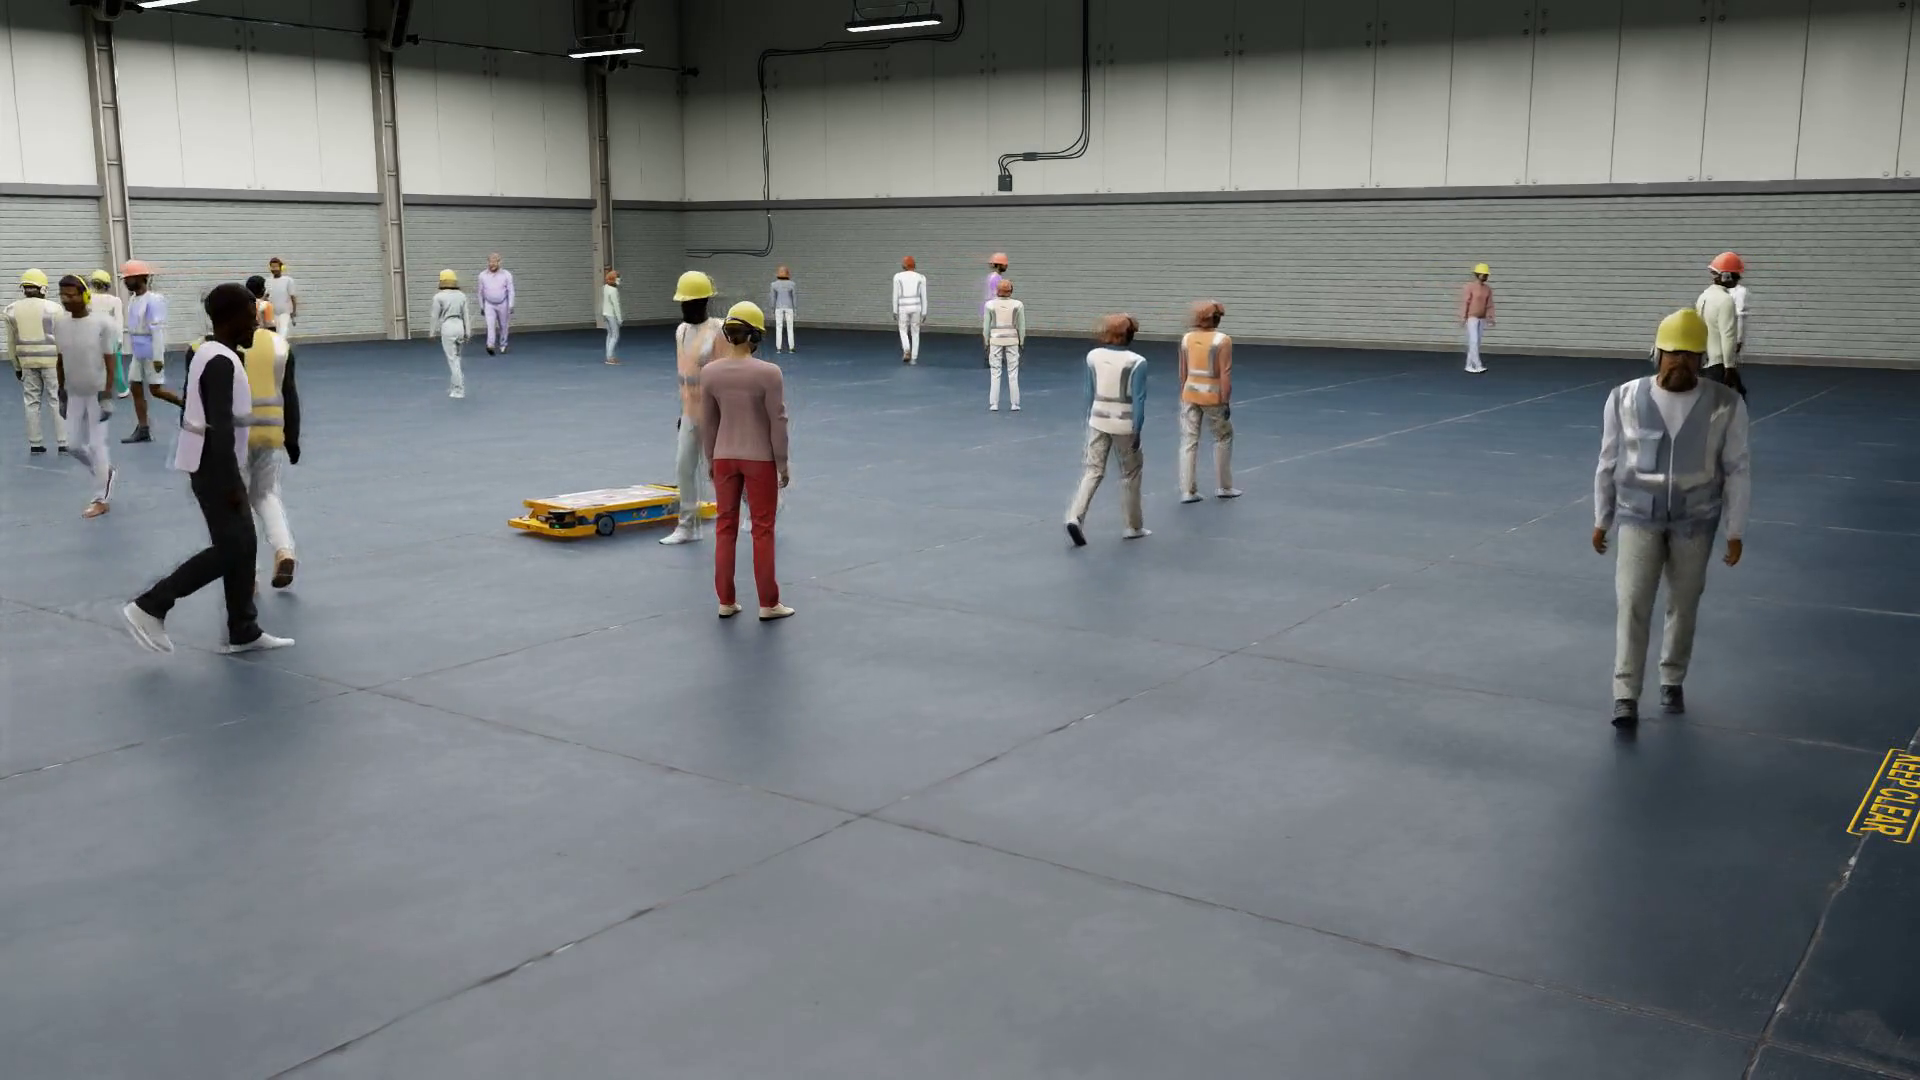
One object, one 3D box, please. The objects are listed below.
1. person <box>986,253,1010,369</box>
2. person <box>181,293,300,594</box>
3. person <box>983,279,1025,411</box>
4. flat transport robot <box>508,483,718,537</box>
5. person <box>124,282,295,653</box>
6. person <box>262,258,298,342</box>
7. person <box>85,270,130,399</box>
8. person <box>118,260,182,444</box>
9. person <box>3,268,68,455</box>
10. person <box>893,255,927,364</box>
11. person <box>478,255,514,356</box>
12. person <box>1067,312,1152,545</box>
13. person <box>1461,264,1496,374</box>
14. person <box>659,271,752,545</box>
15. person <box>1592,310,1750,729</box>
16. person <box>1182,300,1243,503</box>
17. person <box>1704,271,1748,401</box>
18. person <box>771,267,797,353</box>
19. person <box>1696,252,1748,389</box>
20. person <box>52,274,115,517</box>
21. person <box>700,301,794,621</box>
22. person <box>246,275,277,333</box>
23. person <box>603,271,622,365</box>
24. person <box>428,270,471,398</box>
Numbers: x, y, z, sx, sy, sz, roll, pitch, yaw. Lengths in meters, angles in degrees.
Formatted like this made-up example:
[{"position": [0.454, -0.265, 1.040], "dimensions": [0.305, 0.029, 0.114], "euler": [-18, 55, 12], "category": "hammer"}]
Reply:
[{"position": [0.694, -3.787, 27.544], "dimensions": [0.591, 1.914, 0.567], "euler": [0, 10, 0], "category": "person"}, {"position": [-4.240, -0.576, 9.841], "dimensions": [0.456, 1.815, 0.654], "euler": [8, 13, 39], "category": "person"}, {"position": [0.547, -2.408, 20.598], "dimensions": [0.523, 1.639, 0.306], "euler": [0, 10, 0], "category": "person"}, {"position": [-2.530, -0.233, 12.249], "dimensions": [0.652, 0.197, 1.431], "euler": [9, 14, 42], "category": "flat transport robot"}, {"position": [-3.793, -0.337, 8.322], "dimensions": [0.679, 1.889, 0.611], "euler": [-5, 11, -25], "category": "person"}, {"position": [-11.038, -3.617, 26.848], "dimensions": [0.508, 1.833, 0.880], "euler": [1, 10, 7], "category": "person"}, {"position": [-11.273, -2.681, 21.912], "dimensions": [0.526, 1.719, 0.912], "euler": [-2, 10, -13], "category": "person"}, {"position": [-8.450, -1.977, 17.461], "dimensions": [0.558, 1.908, 0.780], "euler": [8, 13, 37], "category": "person"}, {"position": [-8.989, -1.737, 16.306], "dimensions": [0.589, 1.832, 0.404], "euler": [-1, 10, -4], "category": "person"}, {"position": [-0.860, -3.952, 28.602], "dimensions": [0.606, 1.870, 0.416], "euler": [-2, 10, -8], "category": "person"}, {"position": [-8.653, -4.376, 31.033], "dimensions": [0.649, 1.849, 1.040], "euler": [-2, 10, -11], "category": "person"}, {"position": [1.038, -0.769, 11.509], "dimensions": [0.518, 1.613, 0.781], "euler": [8, 13, 37], "category": "person"}, {"position": [8.314, -3.512, 26.466], "dimensions": [0.551, 1.738, 0.713], "euler": [-5, 11, -26], "category": "person"}, {"position": [-1.705, -0.915, 11.537], "dimensions": [0.732, 1.898, 0.618], "euler": [-9, 14, -42], "category": "person"}, {"position": [3.048, -0.081, 7.149], "dimensions": [0.619, 1.788, 0.840], "euler": [4, 11, 22], "category": "person"}, {"position": [2.038, -1.115, 13.398], "dimensions": [0.681, 1.613, 0.538], "euler": [-10, 14, -44], "category": "person"}, {"position": [9.357, -2.500, 20.339], "dimensions": [0.681, 1.922, 0.548], "euler": [-7, 12, -35], "category": "person"}, {"position": [-3.340, -4.371, 31.611], "dimensions": [0.500, 1.633, 0.284], "euler": [0, 10, -1], "category": "person"}, {"position": [6.915, -1.615, 15.186], "dimensions": [0.398, 1.986, 0.636], "euler": [0, 10, 0], "category": "person"}, {"position": [-6.667, -1.109, 12.772], "dimensions": [0.504, 1.849, 0.533], "euler": [1, 10, 3], "category": "person"}, {"position": [-1.175, -0.429, 9.185], "dimensions": [0.523, 1.760, 0.324], "euler": [4, 11, 20], "category": "person"}, {"position": [-8.295, -2.280, 19.718], "dimensions": [0.530, 1.697, 0.321], "euler": [4, 11, 19], "category": "person"}, {"position": [-5.987, -3.810, 28.583], "dimensions": [0.353, 1.606, 0.576], "euler": [-6, 12, -30], "category": "person"}, {"position": [-6.948, -2.792, 22.548], "dimensions": [0.760, 1.715, 0.508], "euler": [8, 13, 38], "category": "person"}]
